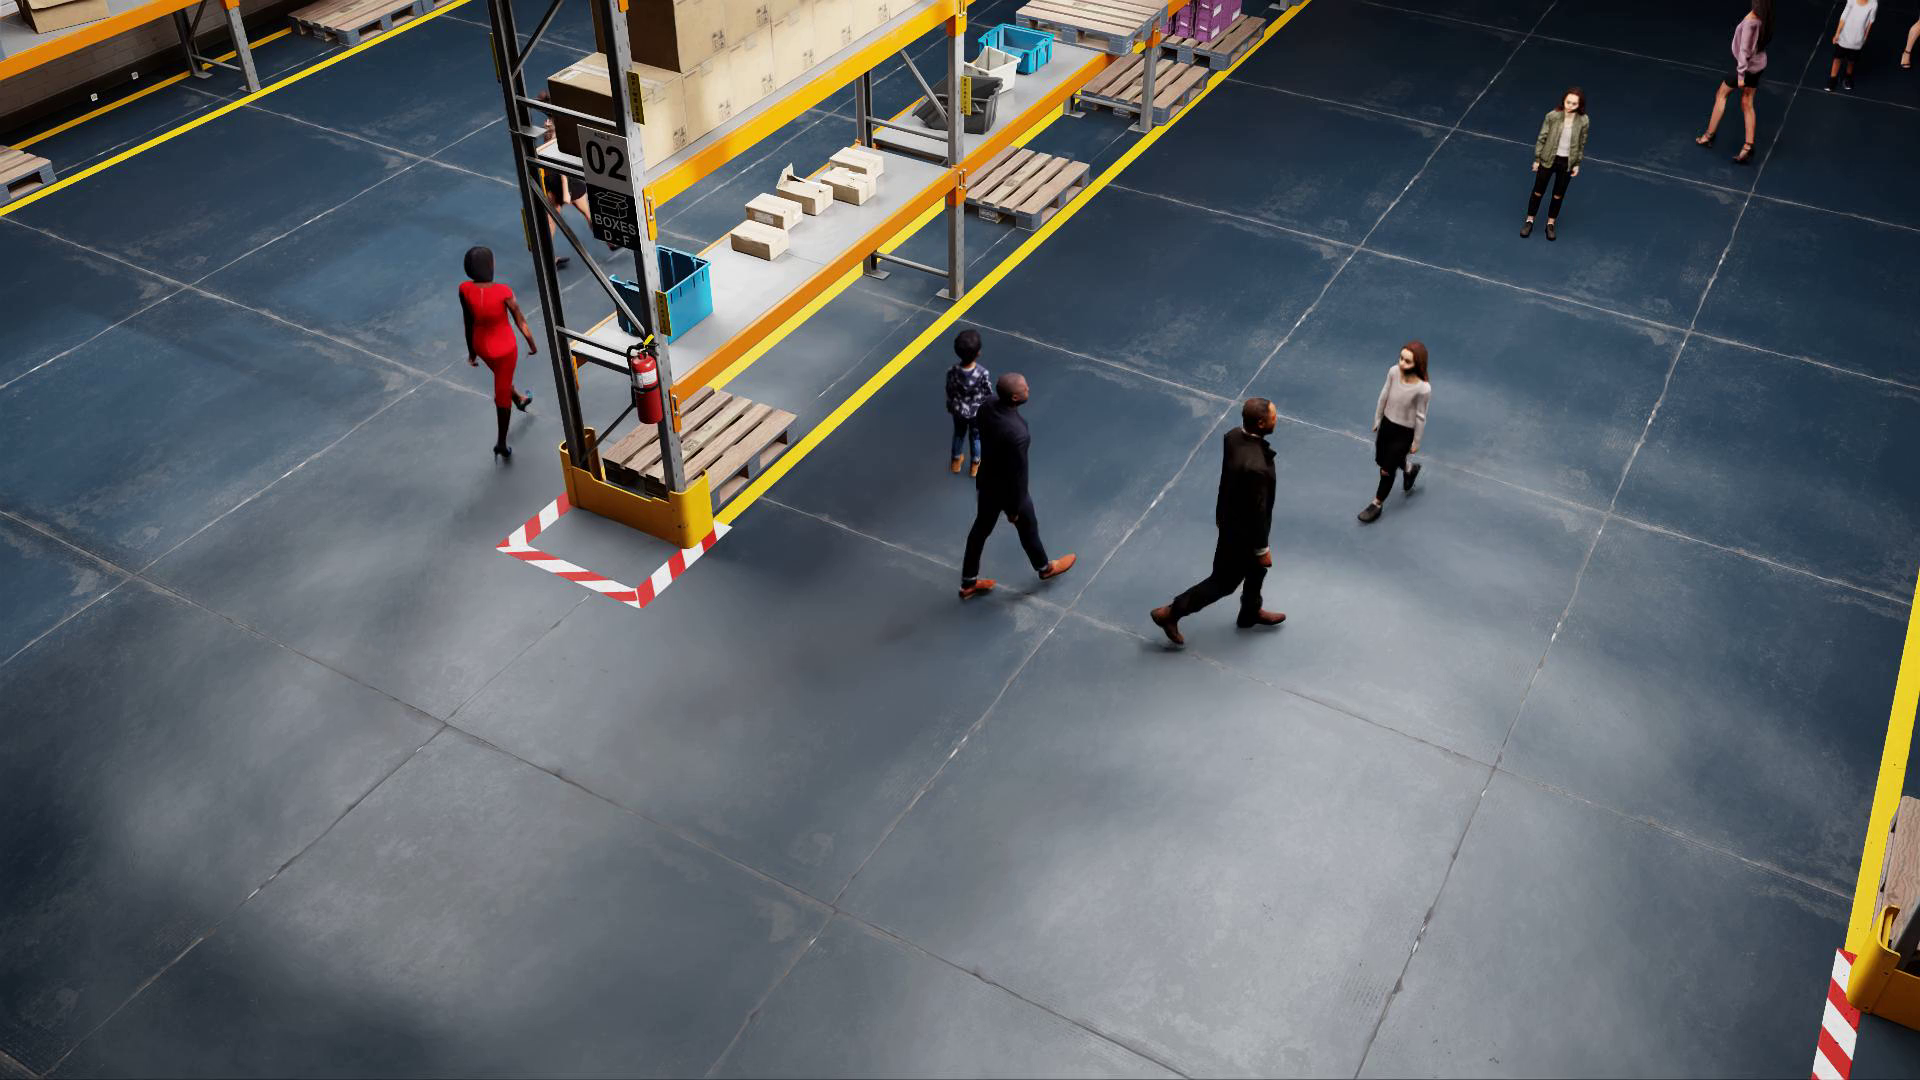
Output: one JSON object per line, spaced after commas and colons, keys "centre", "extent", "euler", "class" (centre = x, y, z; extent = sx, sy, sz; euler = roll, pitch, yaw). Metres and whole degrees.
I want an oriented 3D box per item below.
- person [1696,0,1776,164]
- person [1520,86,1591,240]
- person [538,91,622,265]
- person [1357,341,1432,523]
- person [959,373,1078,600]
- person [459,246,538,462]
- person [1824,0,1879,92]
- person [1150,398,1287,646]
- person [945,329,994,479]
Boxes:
{"centre": [7.906, -4.616, 16.561], "extent": [0.938, 1.763, 0.923], "euler": [-28, 46, -30], "class": "person"}
{"centre": [5.534, -3.508, 15.404], "extent": [0.623, 1.476, 0.579], "euler": [11, 40, 13], "class": "person"}
{"centre": [-3.635, -3.180, 14.865], "extent": [1.139, 1.637, 0.928], "euler": [-20, 43, -23], "class": "person"}
{"centre": [3.212, -0.819, 12.040], "extent": [0.937, 1.472, 0.741], "euler": [-28, 46, -30], "class": "person"}
{"centre": [0.210, -0.318, 11.169], "extent": [1.231, 1.777, 1.066], "euler": [-20, 43, -23], "class": "person"}
{"centre": [-3.520, -1.360, 12.530], "extent": [0.863, 1.707, 1.150], "euler": [6, 39, 7], "class": "person"}
{"centre": [9.743, -5.547, 18.134], "extent": [0.493, 1.256, 0.554], "euler": [21, 43, 25], "class": "person"}
{"centre": [1.741, -0.072, 10.780], "extent": [1.189, 1.877, 1.254], "euler": [-2, 39, -3], "class": "person"}
{"centre": [0.068, -1.008, 12.456], "extent": [0.559, 1.249, 0.588], "euler": [10, 40, 12], "class": "person"}
